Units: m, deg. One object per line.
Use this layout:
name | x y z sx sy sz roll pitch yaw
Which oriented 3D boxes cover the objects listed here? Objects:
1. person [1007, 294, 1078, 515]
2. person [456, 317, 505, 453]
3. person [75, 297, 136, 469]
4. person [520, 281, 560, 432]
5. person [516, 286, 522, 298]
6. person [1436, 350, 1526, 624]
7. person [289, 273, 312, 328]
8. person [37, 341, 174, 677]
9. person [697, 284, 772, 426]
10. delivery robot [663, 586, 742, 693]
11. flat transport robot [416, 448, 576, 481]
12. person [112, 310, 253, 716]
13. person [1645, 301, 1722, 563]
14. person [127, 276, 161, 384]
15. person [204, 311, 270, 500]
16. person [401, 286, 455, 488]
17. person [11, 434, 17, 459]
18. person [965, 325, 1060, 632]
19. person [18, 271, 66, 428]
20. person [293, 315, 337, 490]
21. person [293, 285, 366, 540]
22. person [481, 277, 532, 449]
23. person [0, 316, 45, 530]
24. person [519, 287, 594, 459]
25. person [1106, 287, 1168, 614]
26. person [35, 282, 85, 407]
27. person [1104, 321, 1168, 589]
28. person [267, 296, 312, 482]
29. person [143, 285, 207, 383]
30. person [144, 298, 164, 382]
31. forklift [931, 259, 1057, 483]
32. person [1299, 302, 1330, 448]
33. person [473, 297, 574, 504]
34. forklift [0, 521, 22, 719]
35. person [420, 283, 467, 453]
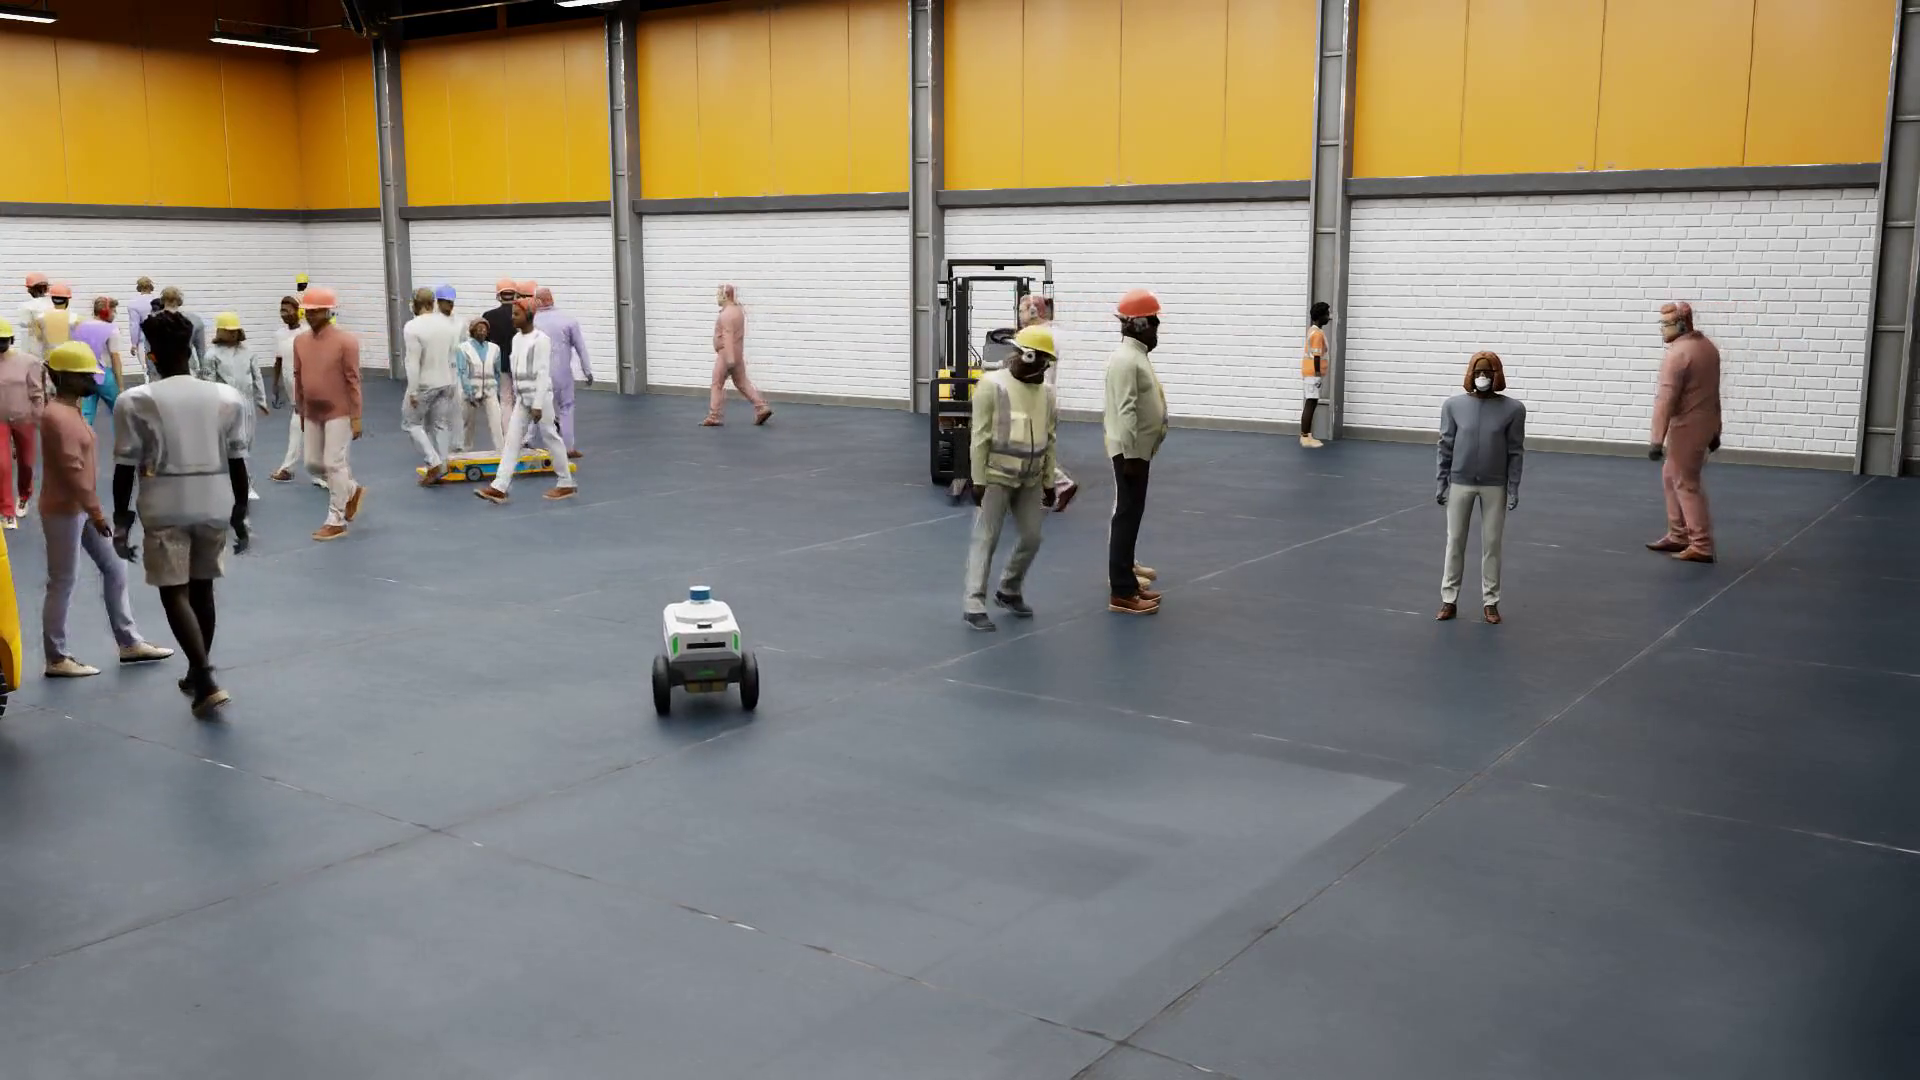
person | 0.660 -1.125 14.034 0.489 1.884 0.655 -1 10 -4
person | -4.896 -1.476 17.007 0.496 1.586 0.901 -7 12 -36
person | -8.755 -1.587 17.052 0.658 1.784 0.893 3 10 20
person | -5.229 -2.265 20.756 0.909 1.900 0.569 1 10 7
person | -5.780 -2.458 22.135 0.642 1.829 0.582 -2 10 -14
person | 3.103 -0.317 9.958 0.499 1.633 0.286 3 10 19
person | -12.056 -3.938 30.648 0.593 1.929 0.359 -7 12 -36
person | -4.476 -0.152 8.645 0.708 1.744 0.527 -2 10 -14
person | -2.947 -2.410 21.739 0.917 1.872 0.642 2 10 11
delivery robot | -1.275 0.471 8.194 0.477 0.478 0.707 -2 10 -12
flat transport robot | -4.655 -0.767 16.691 1.431 0.197 0.652 -6 11 -32
person | -3.713 -0.123 7.985 0.855 1.941 0.625 9 13 44
person | 5.167 -0.770 11.947 0.630 1.872 0.682 9 13 43
person | -11.783 -2.861 24.215 0.378 1.937 0.628 6 11 34
person | -6.659 -1.243 15.243 0.822 1.711 0.499 8 12 38
person | -5.053 -1.440 15.787 0.438 1.922 0.641 5 11 26
person | -10.571 -1.816 17.854 0.966 2.000 0.611 -3 10 -17
person | 0.300 -0.371 9.853 0.640 1.790 0.413 -7 12 -34
person | -11.742 -2.427 21.378 0.579 2.029 0.608 5 11 28
person | -5.953 -1.329 15.684 0.817 1.727 0.518 8 12 40
person | -4.911 -1.010 13.058 0.625 1.980 0.650 3 10 19
person | -5.067 -1.943 18.647 0.617 1.977 0.501 -6 11 -32
person | -7.809 -0.983 13.657 0.522 1.725 0.802 -6 11 -32
person | -4.402 -1.781 17.984 0.780 1.882 0.659 1 10 7
person | 1.081 -0.552 10.279 0.374 1.995 0.622 2 10 11
person | -10.568 -2.064 19.545 0.555 1.915 0.748 -2 10 -13
person | 1.173 -0.599 11.106 0.430 1.832 0.704 1 10 5
person | -6.549 -1.498 16.453 0.539 1.825 1.003 3 10 19
person | -8.630 -1.857 18.369 0.644 1.912 0.884 -6 11 -33
person | -9.985 -2.184 20.891 0.534 1.697 0.322 1 10 8
forklift | 0.370 -1.738 16.759 1.214 2.155 2.313 1 10 3
person | 4.124 -1.914 19.308 0.320 1.689 0.525 1 10 7
person | -3.876 -1.233 14.823 0.968 1.826 0.602 -9 13 -44
forklift | -5.296 -0.090 6.943 1.214 2.155 2.313 7 12 35
person | -5.669 -1.842 18.195 0.827 1.927 0.610 9 13 43
